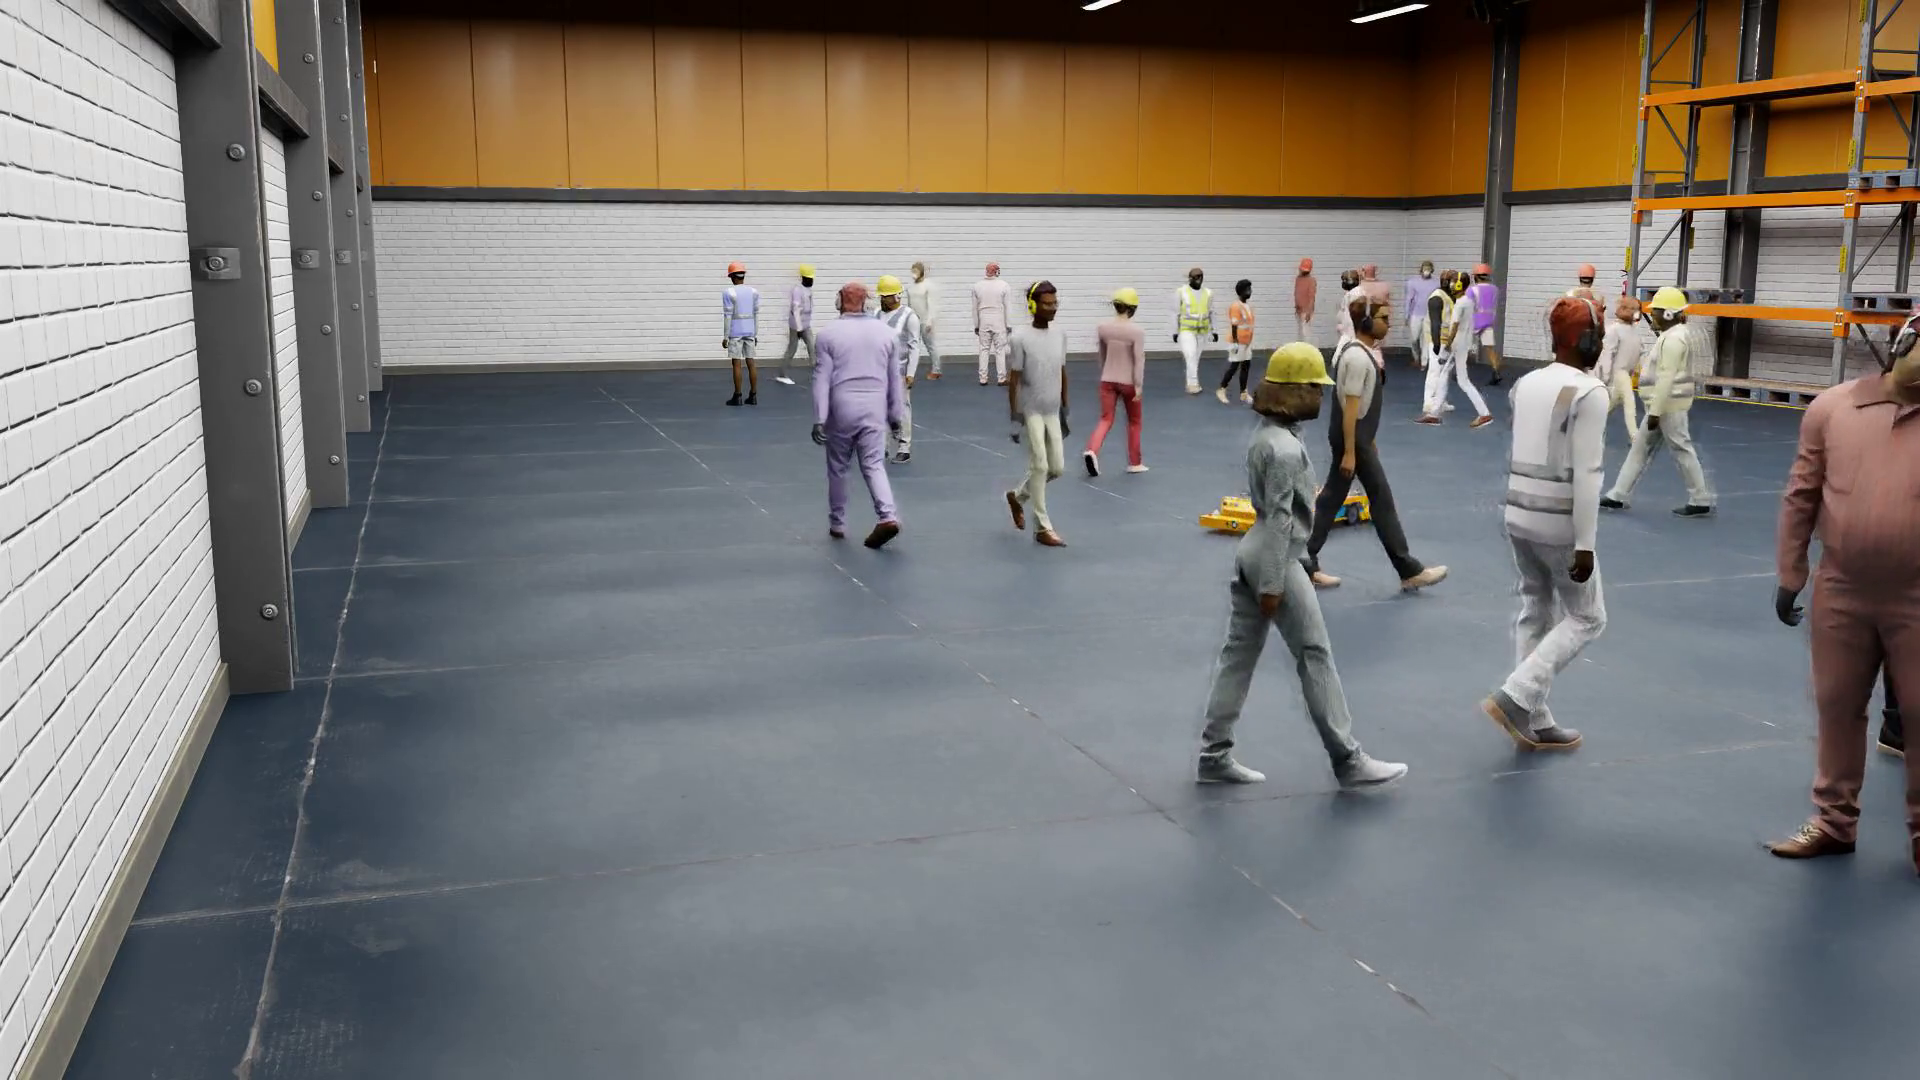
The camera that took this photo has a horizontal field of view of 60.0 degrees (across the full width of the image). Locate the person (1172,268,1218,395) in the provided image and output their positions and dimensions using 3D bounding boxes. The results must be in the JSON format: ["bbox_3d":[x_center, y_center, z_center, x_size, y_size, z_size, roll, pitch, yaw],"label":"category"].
[{"bbox_3d":[3.441,-2.994,23.972,0.651,1.809,0.861,-3,10,-19],"label":"person"}]

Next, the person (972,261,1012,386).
[{"bbox_3d":[0.510,-3.314,25.557,0.640,1.909,0.409,4,10,19],"label":"person"}]

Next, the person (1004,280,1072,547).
[{"bbox_3d":[0.543,-0.895,11.704,0.534,1.856,0.632,-8,12,-38],"label":"person"}]

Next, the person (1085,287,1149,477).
[{"bbox_3d":[1.446,-1.447,15.243,0.522,1.738,0.773,7,12,34],"label":"person"}]

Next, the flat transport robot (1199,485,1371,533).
[{"bbox_3d":[2.496,-0.236,12.468,1.431,0.197,0.652,-9,13,-43],"label":"flat transport robot"}]

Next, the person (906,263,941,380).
[{"bbox_3d":[-0.639,-3.455,26.474,0.655,1.880,1.010,8,13,40],"label":"person"}]

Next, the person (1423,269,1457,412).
[{"bbox_3d":[6.225,-2.555,21.401,0.432,1.835,0.625,9,13,41],"label":"person"}]

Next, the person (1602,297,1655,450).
[{"bbox_3d":[6.925,-1.749,17.425,0.494,1.590,0.859,-8,12,-38],"label":"person"}]

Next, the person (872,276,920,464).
[{"bbox_3d":[-0.673,-1.652,16.179,0.588,1.822,0.403,7,12,36],"label":"person"}]

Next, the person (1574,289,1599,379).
[{"bbox_3d":[7.423,-2.201,19.994,0.526,1.599,0.846,-4,10,-20],"label":"person"}]

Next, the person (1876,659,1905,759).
[{"bbox_3d":[3.984,-0.088,6.720,0.603,1.962,0.368,-8,13,-39],"label":"person"}]

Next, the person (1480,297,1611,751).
[{"bbox_3d":[2.365,-0.039,6.708,0.474,1.866,0.590,-3,10,-17],"label":"person"}]

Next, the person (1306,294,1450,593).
[{"bbox_3d":[2.465,-0.572,9.999,0.950,1.791,0.533,1,10,8],"label":"person"}]

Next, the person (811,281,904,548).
[{"bbox_3d":[-0.703,-0.881,11.656,0.696,1.858,0.921,-4,10,-21],"label":"person"}]

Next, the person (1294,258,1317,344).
[{"bbox_3d":[6.343,-4.249,30.895,0.421,1.949,0.791,-4,10,-20],"label":"person"}]

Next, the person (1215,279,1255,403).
[{"bbox_3d":[3.821,-2.702,22.697,0.421,1.715,0.556,7,12,36],"label":"person"}]

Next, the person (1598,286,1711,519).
[{"bbox_3d":[5.408,-1.056,12.847,0.919,1.783,0.612,4,10,19],"label":"person"}]

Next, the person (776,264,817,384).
[{"bbox_3d":[-2.420,-3.325,25.745,1.011,1.855,0.637,5,11,25],"label":"person"}]

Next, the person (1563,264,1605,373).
[{"bbox_3d":[8.453,-2.797,22.633,0.540,1.900,0.996,4,11,23],"label":"person"}]

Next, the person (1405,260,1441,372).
[{"bbox_3d":[8.047,-3.892,28.850,0.642,1.927,0.647,3,10,15],"label":"person"}]

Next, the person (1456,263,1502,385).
[{"bbox_3d":[8.110,-3.349,25.816,0.546,1.898,0.980,-2,10,-13],"label":"person"}]

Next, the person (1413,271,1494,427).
[{"bbox_3d":[5.859,-2.237,19.547,0.912,1.834,0.530,4,10,20],"label":"person"}]

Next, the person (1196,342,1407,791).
[{"bbox_3d":[1.303,0.116,6.287,0.842,1.709,0.492,0,10,-3],"label":"person"}]

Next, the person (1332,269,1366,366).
[{"bbox_3d":[5.330,-2.784,22.749,0.473,1.815,0.628,3,10,17],"label":"person"}]

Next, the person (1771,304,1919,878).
[{"bbox_3d":[3.045,0.169,5.461,0.687,1.891,0.420,9,13,42],"label":"person"}]

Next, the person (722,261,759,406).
[{"bbox_3d":[-2.951,-2.760,22.288,0.542,1.929,0.369,-8,13,-39],"label":"person"}]

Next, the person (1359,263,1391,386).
[{"bbox_3d":[6.176,-3.232,25.117,0.659,1.888,0.687,-2,10,-10],"label":"person"}]
